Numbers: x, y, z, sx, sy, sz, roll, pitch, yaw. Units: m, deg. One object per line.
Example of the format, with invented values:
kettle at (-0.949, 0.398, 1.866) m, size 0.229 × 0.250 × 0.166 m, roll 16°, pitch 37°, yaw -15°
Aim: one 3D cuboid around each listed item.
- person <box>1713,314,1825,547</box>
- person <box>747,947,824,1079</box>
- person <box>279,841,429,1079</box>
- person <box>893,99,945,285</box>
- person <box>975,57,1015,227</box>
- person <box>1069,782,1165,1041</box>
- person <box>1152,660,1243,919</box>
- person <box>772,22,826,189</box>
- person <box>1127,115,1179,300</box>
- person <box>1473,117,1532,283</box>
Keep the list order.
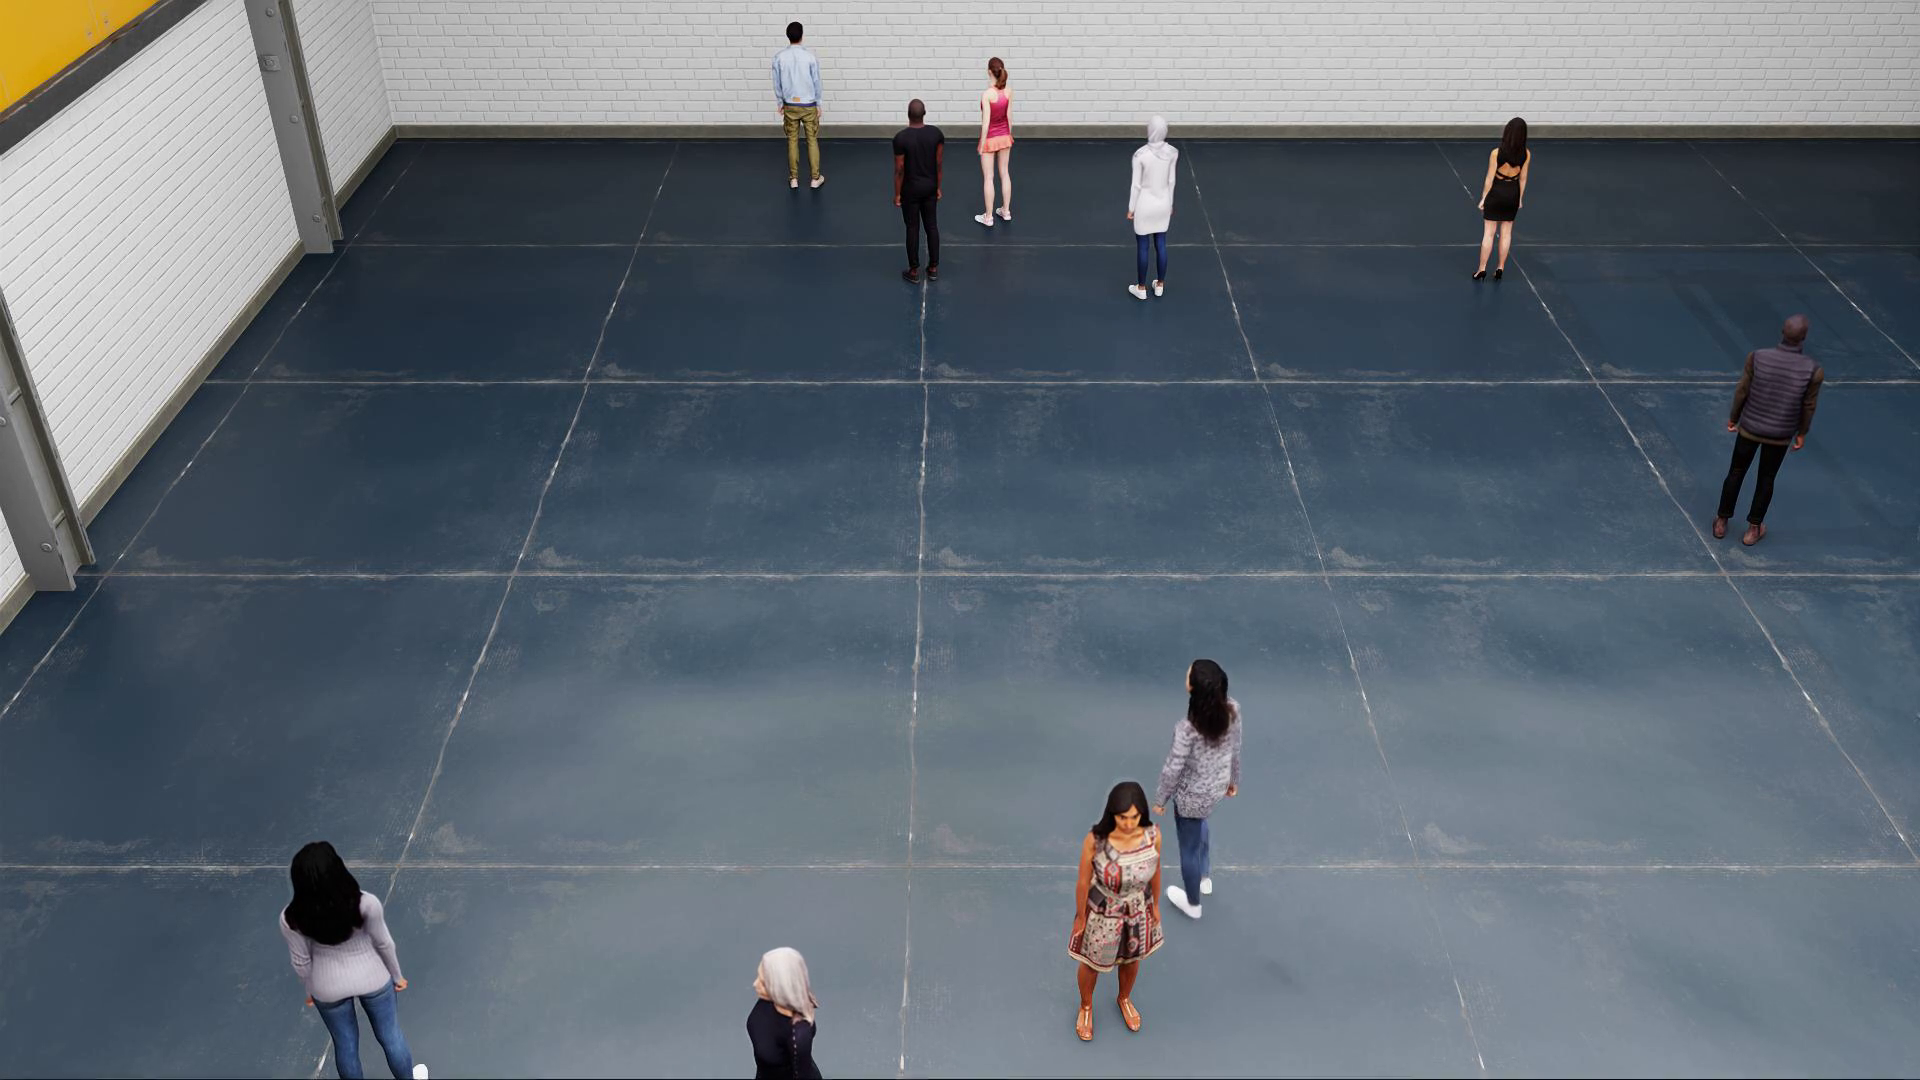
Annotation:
person at (5.922, -0.817, 12.227) m, size 0.776 × 1.835 × 0.774 m, roll 19°, pitch 38°, yaw 26°
person at (-0.765, 2.445, 7.399) m, size 0.746 × 1.747 × 0.641 m, roll -15°, pitch 36°, yaw -21°
person at (-2.897, 2.111, 7.911) m, size 0.662 × 1.735 × 0.608 m, roll -8°, pitch 35°, yaw -12°
person at (-0.393, -3.373, 16.087) m, size 0.738 × 1.819 × 0.694 m, roll -12°, pitch 35°, yaw -17°
person at (0.367, -4.164, 17.336) m, size 0.665 × 1.753 × 0.710 m, roll -22°, pitch 40°, yaw -30°
person at (0.800, 1.850, 8.387) m, size 0.692 × 1.644 × 0.598 m, roll -7°, pitch 34°, yaw -10°
person at (1.351, 1.400, 8.991) m, size 0.764 × 1.724 × 0.796 m, roll -21°, pitch 39°, yaw -28°
person at (-1.746, -4.741, 18.151) m, size 0.683 × 1.812 × 0.570 m, roll 2°, pitch 34°, yaw 3°
person at (1.825, -3.154, 15.797) m, size 0.662 × 1.775 × 0.624 m, roll -9°, pitch 35°, yaw -13°
person at (5.254, -3.282, 16.102) m, size 0.555 × 1.650 × 0.469 m, roll 1°, pitch 34°, yaw 1°
